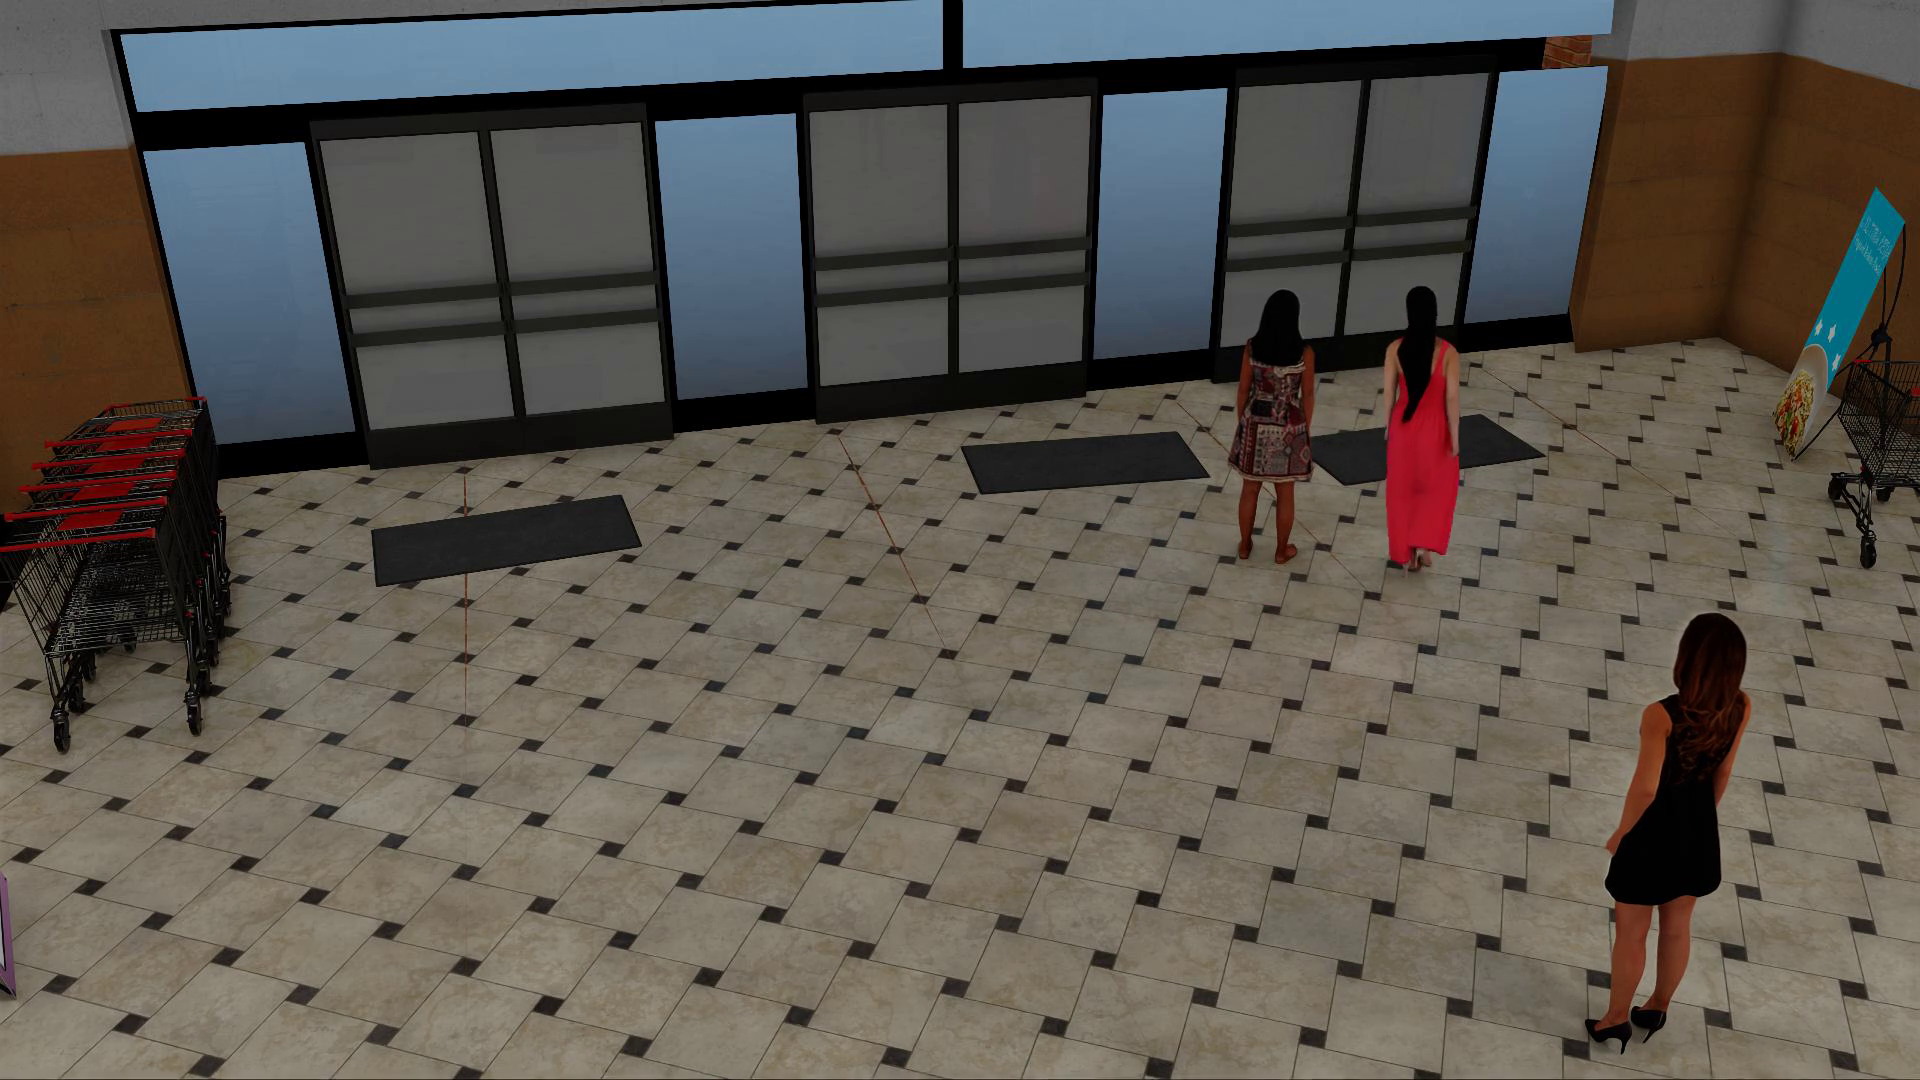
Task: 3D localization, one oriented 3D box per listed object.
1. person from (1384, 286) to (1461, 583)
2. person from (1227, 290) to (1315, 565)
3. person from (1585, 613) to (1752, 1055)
[{"bbox_3d":[2.526,-0.541,9.290,0.812,1.703,0.872,16,31,29],"label":"person"},{"bbox_3d":[1.794,-0.646,9.562,0.727,1.645,0.742,10,28,19],"label":"person"},{"bbox_3d":[2.532,1.076,5.957,0.569,1.835,0.505,-7,28,-13],"label":"person"}]
